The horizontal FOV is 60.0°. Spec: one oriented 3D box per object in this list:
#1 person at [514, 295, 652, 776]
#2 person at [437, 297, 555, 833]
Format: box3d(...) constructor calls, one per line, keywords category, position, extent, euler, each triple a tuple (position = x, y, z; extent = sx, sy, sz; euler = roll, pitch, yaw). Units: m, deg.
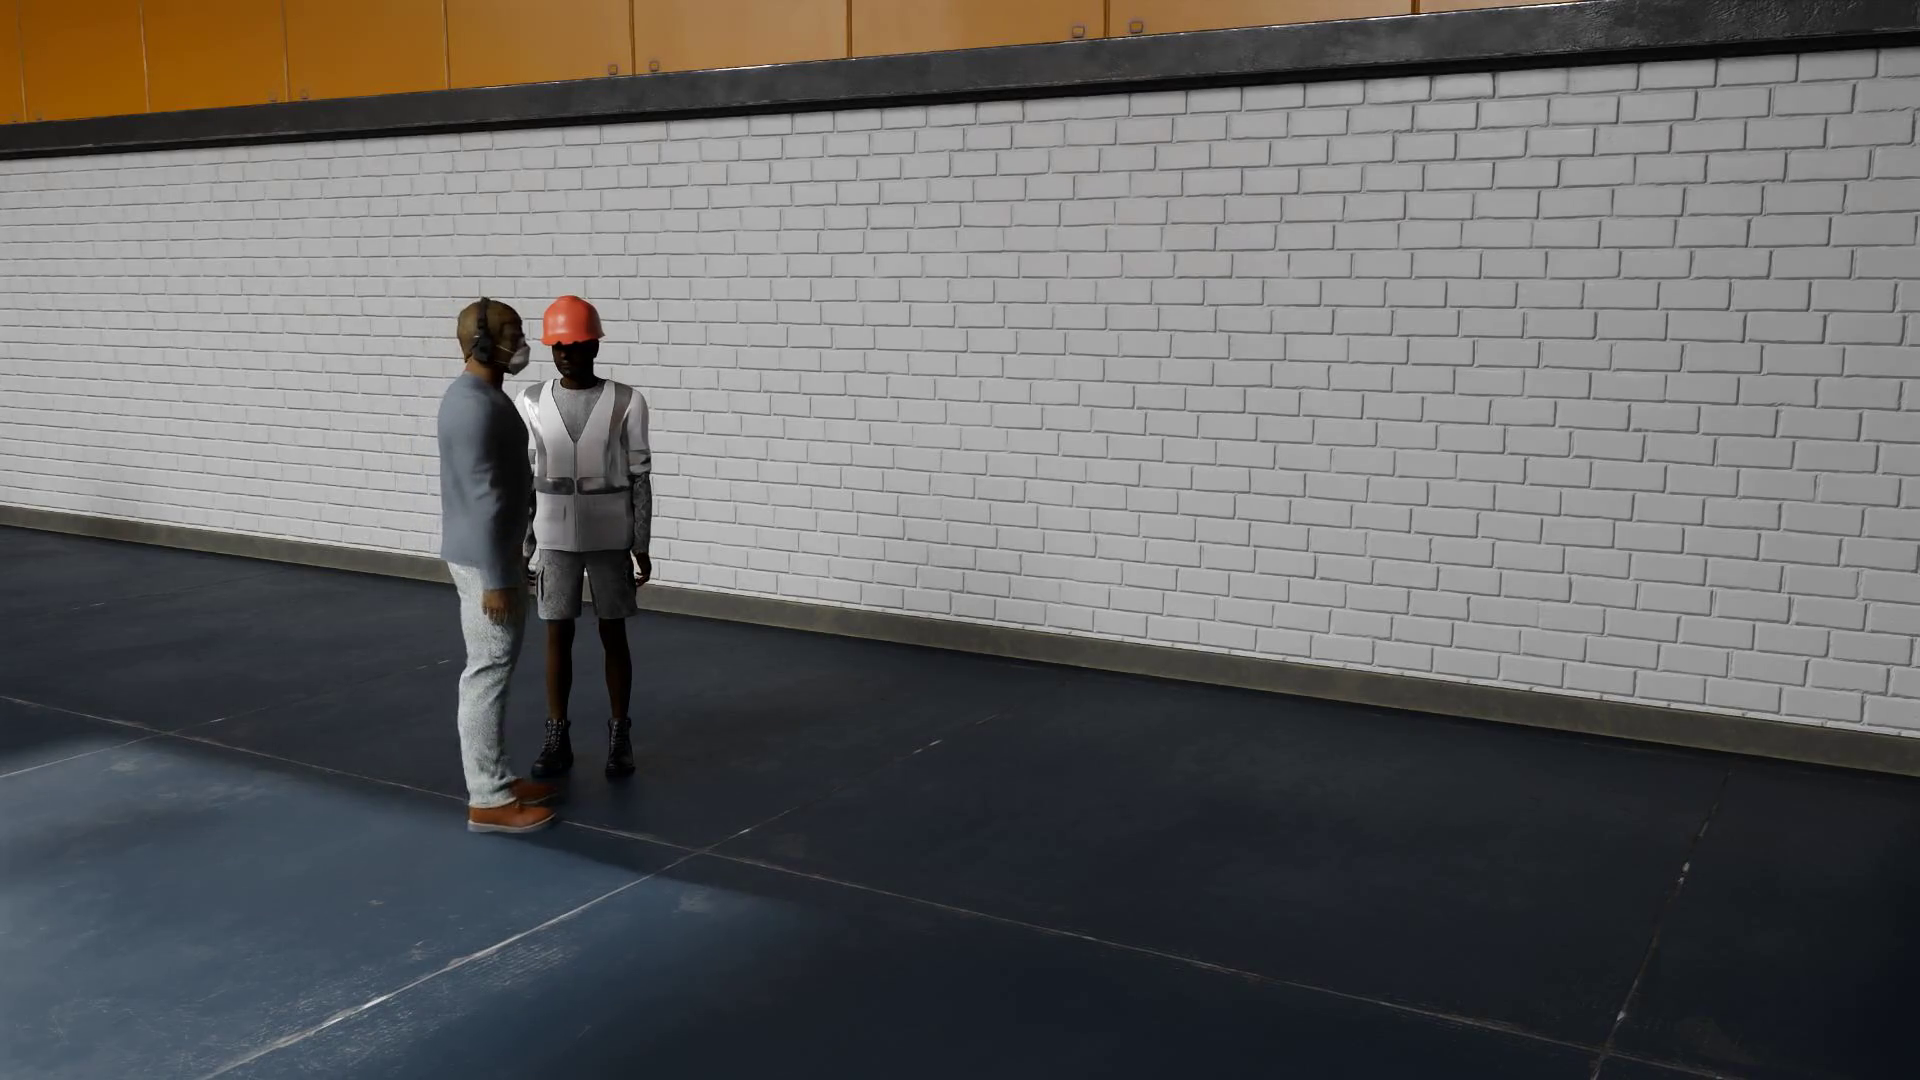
box3d(category="person", position=(-1.510, -0.002, 6.655), extent=(0.551, 1.935, 0.375), euler=(0, 9, -2))
box3d(category="person", position=(-1.700, 0.092, 6.067), extent=(0.362, 1.938, 0.635), euler=(-2, 9, -13))
